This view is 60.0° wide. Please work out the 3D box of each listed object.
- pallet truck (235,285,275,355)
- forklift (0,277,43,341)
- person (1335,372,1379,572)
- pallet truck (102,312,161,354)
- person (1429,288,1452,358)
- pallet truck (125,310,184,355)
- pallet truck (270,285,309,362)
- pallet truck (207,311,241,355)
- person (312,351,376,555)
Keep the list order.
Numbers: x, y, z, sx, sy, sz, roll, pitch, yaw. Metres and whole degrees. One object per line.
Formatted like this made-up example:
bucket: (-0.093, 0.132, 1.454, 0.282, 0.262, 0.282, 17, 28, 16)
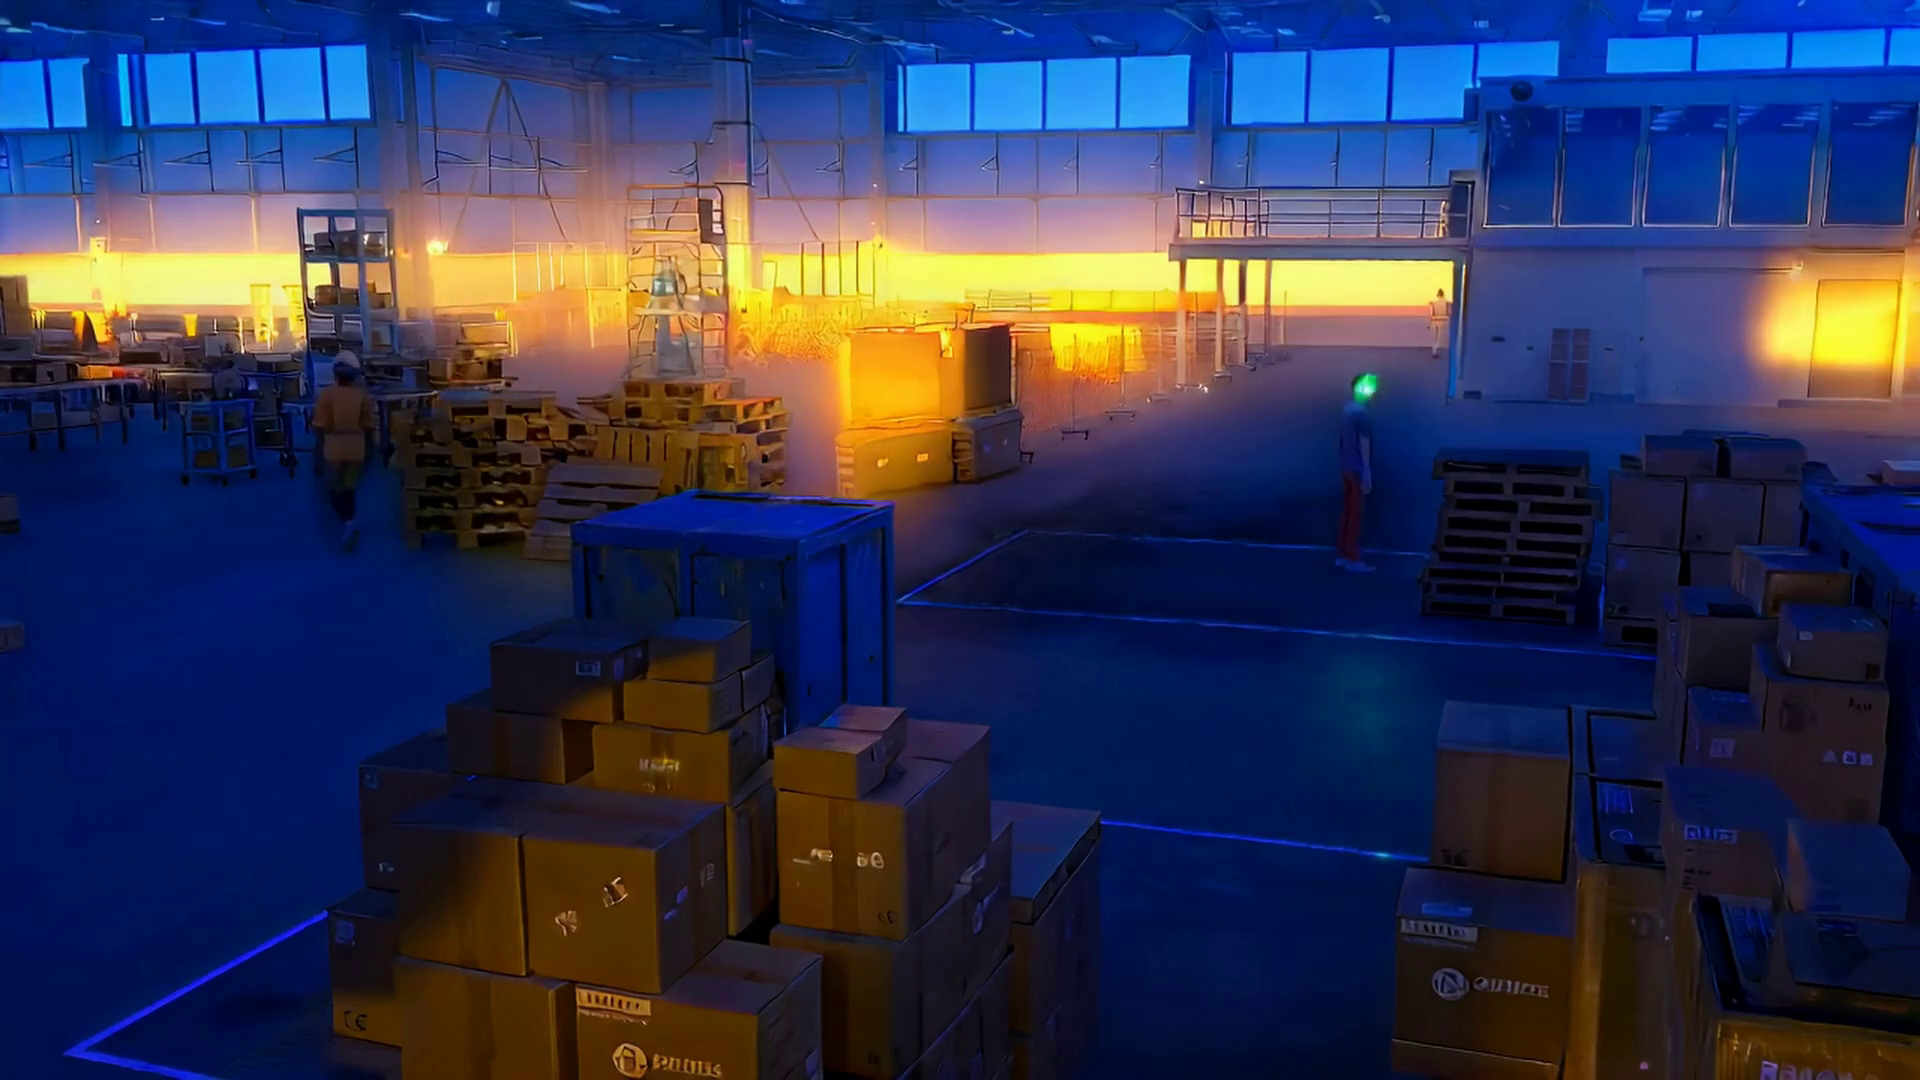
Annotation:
pallet truck: (-18.327, -5.835, 44.421, 0.823, 1.965, 1.885, 4, 11, 23)
forklift: (-27.151, -6.329, 46.328, 1.157, 1.987, 2.680, 3, 11, 17)
person: (3.710, -0.634, 15.515, 0.332, 1.865, 0.520, -2, 10, -10)
pallet truck: (-23.057, -5.777, 46.261, 0.680, 1.201, 1.601, 3, 11, 19)
person: (12.905, -5.823, 44.678, 0.575, 1.883, 0.355, 3, 11, 18)
pallet truck: (-22.038, -5.665, 45.457, 0.704, 1.261, 1.522, 3, 11, 17)
pallet truck: (-17.147, -5.700, 43.663, 0.823, 1.965, 1.885, 3, 11, 17)
pallet truck: (-19.537, -5.575, 44.913, 0.653, 1.274, 1.630, 3, 11, 19)
person: (-5.941, -0.819, 16.177, 0.617, 2.009, 0.753, -7, 12, -35)
